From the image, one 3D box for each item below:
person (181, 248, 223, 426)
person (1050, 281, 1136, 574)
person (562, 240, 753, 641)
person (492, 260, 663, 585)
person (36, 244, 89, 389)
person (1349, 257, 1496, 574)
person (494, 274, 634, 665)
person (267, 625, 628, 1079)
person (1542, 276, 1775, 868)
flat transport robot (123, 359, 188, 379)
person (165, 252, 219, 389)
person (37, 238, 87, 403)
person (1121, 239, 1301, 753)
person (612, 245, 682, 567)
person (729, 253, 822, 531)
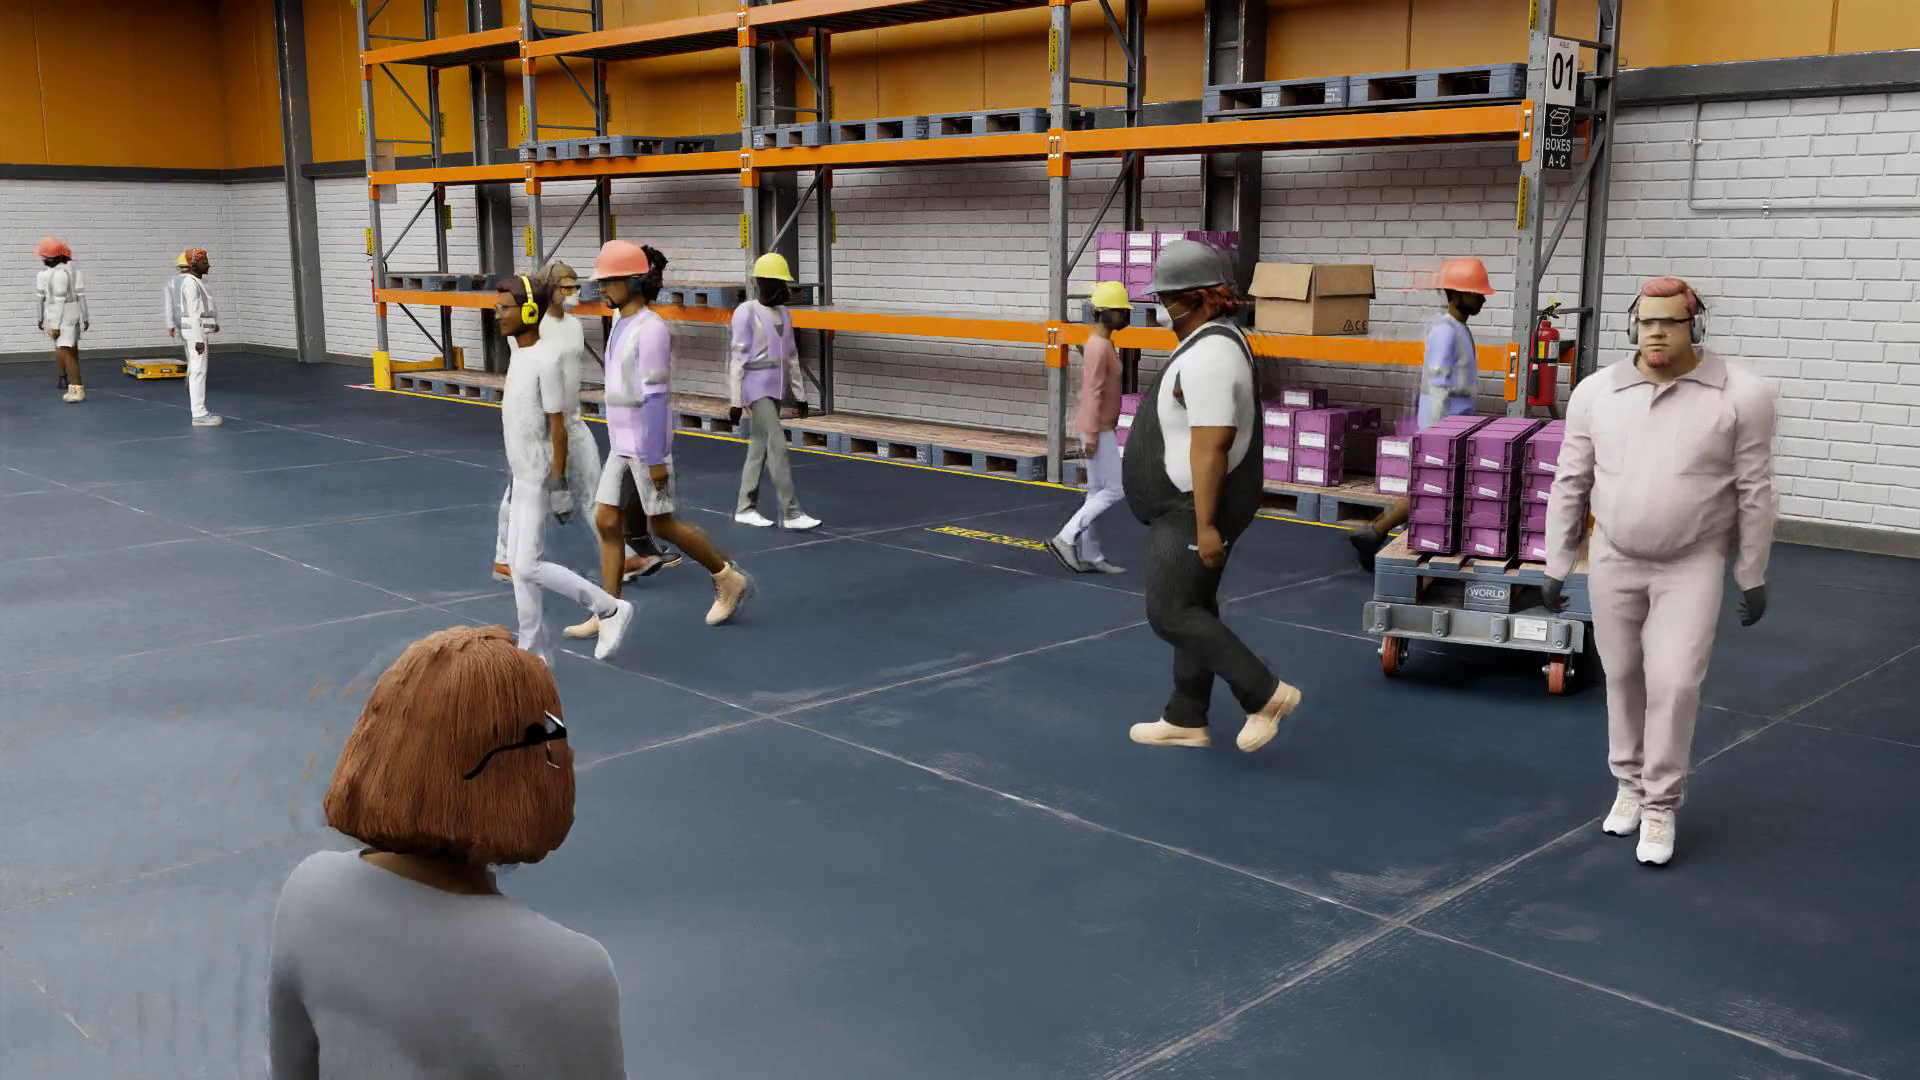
[{"bbox_3d":[-8.134,-2.167,17.786,0.338,1.882,0.582,-4,11,-20],"label":"person"},{"bbox_3d":[0.824,-0.643,9.829,0.407,1.757,0.525,1,10,6],"label":"person"},{"bbox_3d":[-1.538,-0.503,8.410,0.953,2.008,0.621,-6,12,-29],"label":"person"},{"bbox_3d":[-2.283,-0.650,9.531,1.072,1.871,0.647,5,11,24],"label":"person"},{"bbox_3d":[-11.950,-2.974,22.134,0.590,1.893,0.753,-6,12,-28],"label":"person"},{"bbox_3d":[2.720,-0.664,9.565,0.795,1.910,0.554,5,12,25],"label":"person"},{"bbox_3d":[-1.896,-0.286,7.620,0.602,1.855,0.516,-6,12,-28],"label":"person"},{"bbox_3d":[-0.508,0.881,1.954,0.521,1.594,0.814,8,13,36],"label":"person"},{"bbox_3d":[2.224,0.099,5.413,0.682,1.883,0.711,8,13,37],"label":"person"},{"bbox_3d":[-11.484,-2.456,23.768,0.652,0.197,1.431,-7,13,-35],"label":"flat transport robot"},{"bbox_3d":[-10.159,-2.888,21.959,0.586,1.805,0.820,0,10,0],"label":"person"},{"bbox_3d":[-10.914,-2.656,20.195,0.388,1.993,0.726,-5,12,-26],"label":"person"},{"bbox_3d":[0.946,-0.156,6.396,0.654,2.000,0.680,3,11,16],"label":"person"},{"bbox_3d":[-1.953,-0.819,10.228,0.374,1.960,0.600,-4,11,-20],"label":"person"},{"bbox_3d":[-1.219,-0.997,11.372,0.888,1.889,0.607,5,12,25],"label":"person"}]
